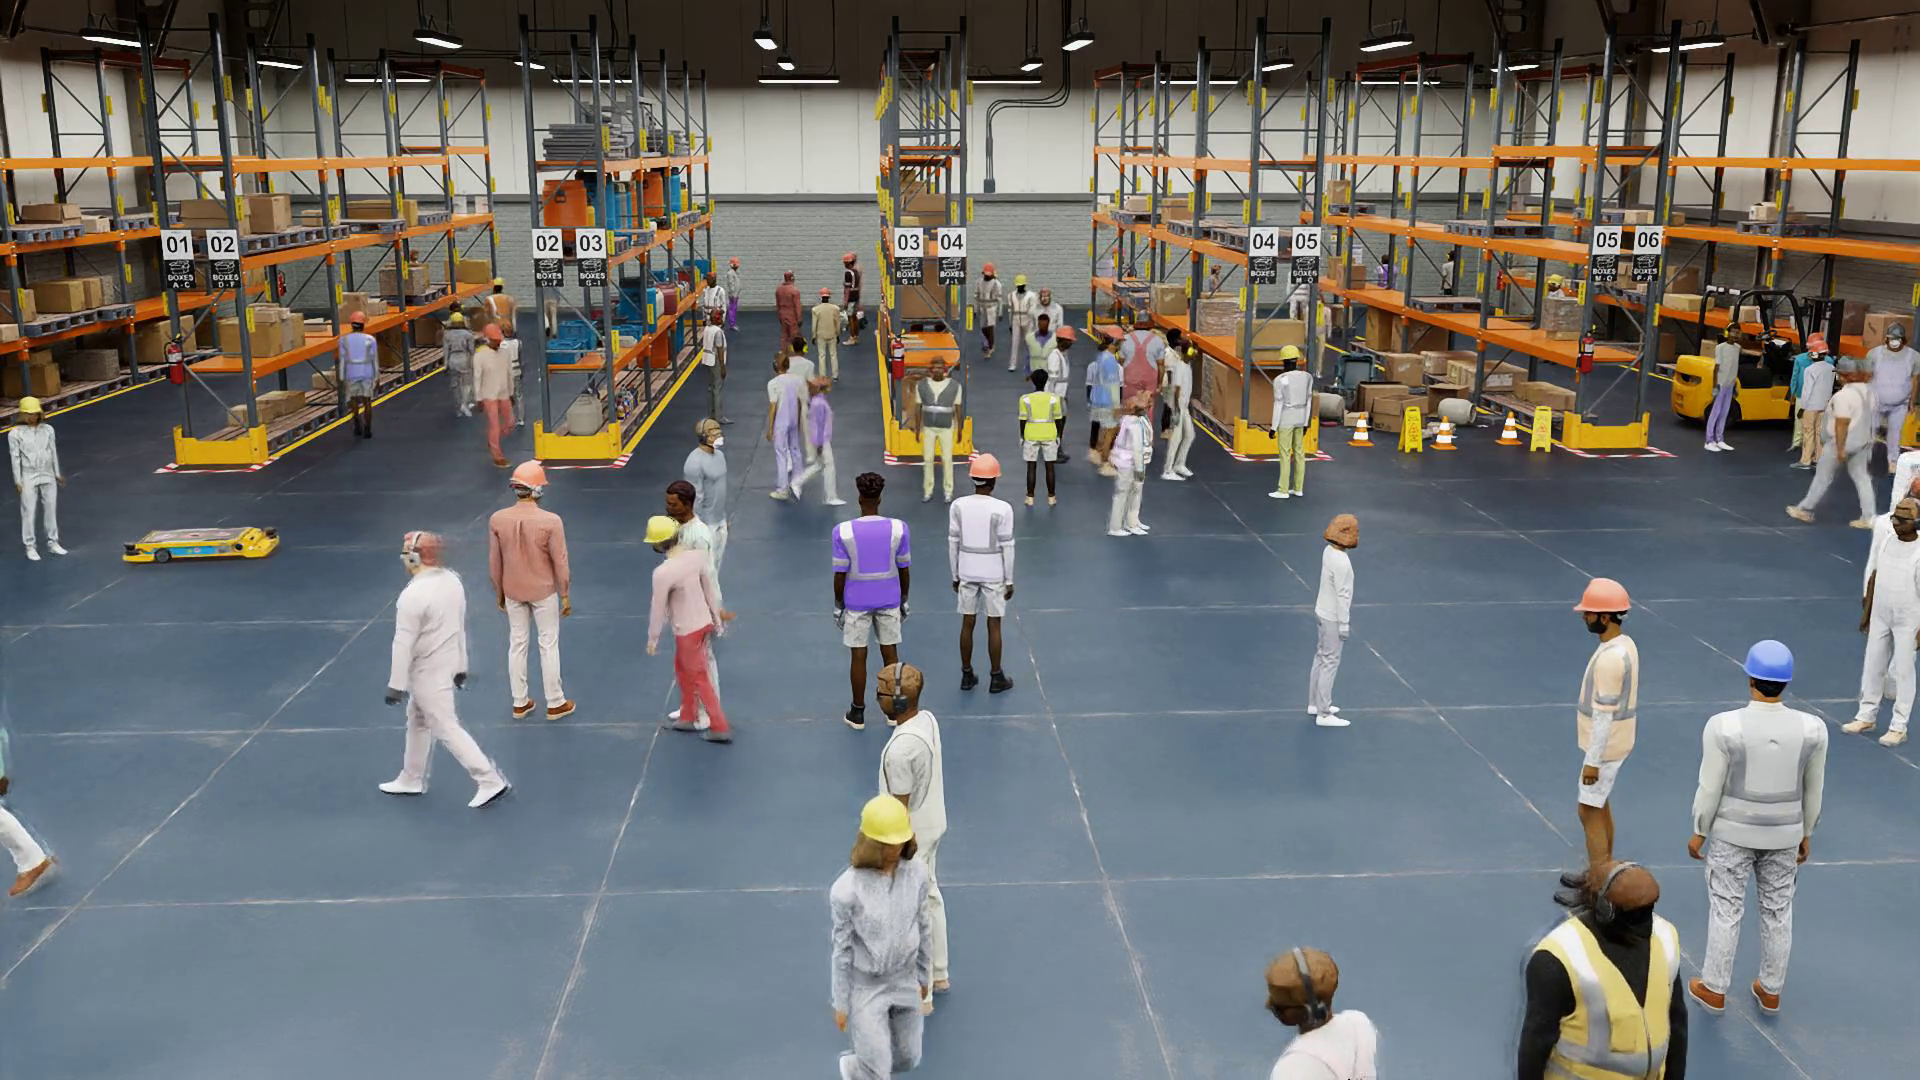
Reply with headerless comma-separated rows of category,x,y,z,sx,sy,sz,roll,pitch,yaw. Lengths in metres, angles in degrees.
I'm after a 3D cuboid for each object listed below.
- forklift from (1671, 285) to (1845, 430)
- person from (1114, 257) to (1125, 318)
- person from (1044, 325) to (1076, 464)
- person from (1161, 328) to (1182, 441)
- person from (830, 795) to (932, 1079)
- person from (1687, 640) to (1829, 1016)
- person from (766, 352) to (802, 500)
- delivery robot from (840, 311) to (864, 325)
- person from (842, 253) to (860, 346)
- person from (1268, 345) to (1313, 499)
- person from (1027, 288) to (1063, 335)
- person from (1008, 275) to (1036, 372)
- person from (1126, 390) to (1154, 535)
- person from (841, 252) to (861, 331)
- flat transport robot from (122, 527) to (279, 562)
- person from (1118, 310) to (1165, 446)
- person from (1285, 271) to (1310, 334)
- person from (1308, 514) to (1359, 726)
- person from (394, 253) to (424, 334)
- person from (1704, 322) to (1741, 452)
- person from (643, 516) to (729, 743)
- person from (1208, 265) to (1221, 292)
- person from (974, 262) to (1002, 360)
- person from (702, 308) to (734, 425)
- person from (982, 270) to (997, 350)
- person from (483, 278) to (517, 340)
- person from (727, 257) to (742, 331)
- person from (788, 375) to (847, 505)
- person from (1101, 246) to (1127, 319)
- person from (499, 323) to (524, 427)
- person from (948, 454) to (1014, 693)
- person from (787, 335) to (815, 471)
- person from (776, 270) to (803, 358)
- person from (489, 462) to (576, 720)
forklift,12.503,-2.886,26.166,2.313,2.155,1.214,-1,13,-3
person,4.094,-6.498,42.663,0.276,1.636,0.501,-1,13,-5
person,1.384,-2.018,23.072,0.432,1.921,0.586,5,14,20
person,3.153,-2.335,24.918,0.319,1.688,0.538,3,14,11
person,-0.364,1.862,7.072,0.488,1.727,0.634,-10,16,-35
person,3.972,1.448,8.328,0.604,1.949,0.389,1,13,5
person,-2.187,-1.419,20.696,0.505,1.847,0.347,-13,18,-43
delivery robot,-2.640,-5.392,40.093,0.477,0.478,0.707,9,16,34
person,-2.434,-5.330,36.874,0.396,2.036,0.601,4,14,17
person,4.105,-1.468,20.730,0.585,1.927,0.373,-7,15,-28
person,1.519,-3.561,29.671,0.659,1.885,0.609,0,13,0
person,1.210,-4.270,32.716,0.590,1.878,0.987,4,14,15
person,2.038,-0.887,18.884,0.311,1.638,0.523,3,14,11
person,-2.660,-5.950,39.806,0.494,1.886,0.682,-8,15,-31
flat transport robot,-8.159,0.037,17.901,1.431,0.197,0.652,-2,14,-10
person,2.647,-2.357,24.254,0.681,2.000,0.535,2,13,9
person,7.727,-5.512,37.965,0.578,1.882,0.359,-1,13,-2
person,2.851,0.598,12.633,0.288,1.626,0.497,0,13,-2
person,-12.725,-5.626,38.313,0.695,1.948,0.680,8,15,30
person,11.062,-2.213,24.020,0.514,1.865,0.327,-7,15,-28
person,-2.015,0.656,12.168,0.701,1.706,0.548,6,15,24
person,5.945,-5.619,38.929,0.314,1.642,0.515,7,15,26
person,0.610,-4.786,34.656,0.639,2.014,0.826,9,16,34
person,-3.874,-2.748,26.343,0.390,1.839,0.564,-8,16,-31
person,0.659,-4.990,35.998,0.327,1.767,0.533,5,14,20
person,-8.847,-4.083,31.936,0.581,1.857,0.998,-12,18,-41
person,-5.401,-5.897,39.879,0.338,1.744,0.560,1,13,2
person,-1.756,-1.216,20.323,0.623,1.616,0.523,-3,14,-11
person,3.782,-6.142,40.385,0.470,2.000,0.646,-1,13,-5
person,-7.038,-2.567,26.003,0.307,1.640,0.513,10,16,35
person,0.184,0.267,13.357,0.547,1.937,0.379,6,14,22
person,-2.208,-1.885,22.734,0.512,1.822,0.981,2,13,8
person,-3.399,-4.469,33.477,0.650,1.913,0.409,11,17,39
person,-3.264,0.391,12.724,0.621,1.985,0.400,3,14,11
